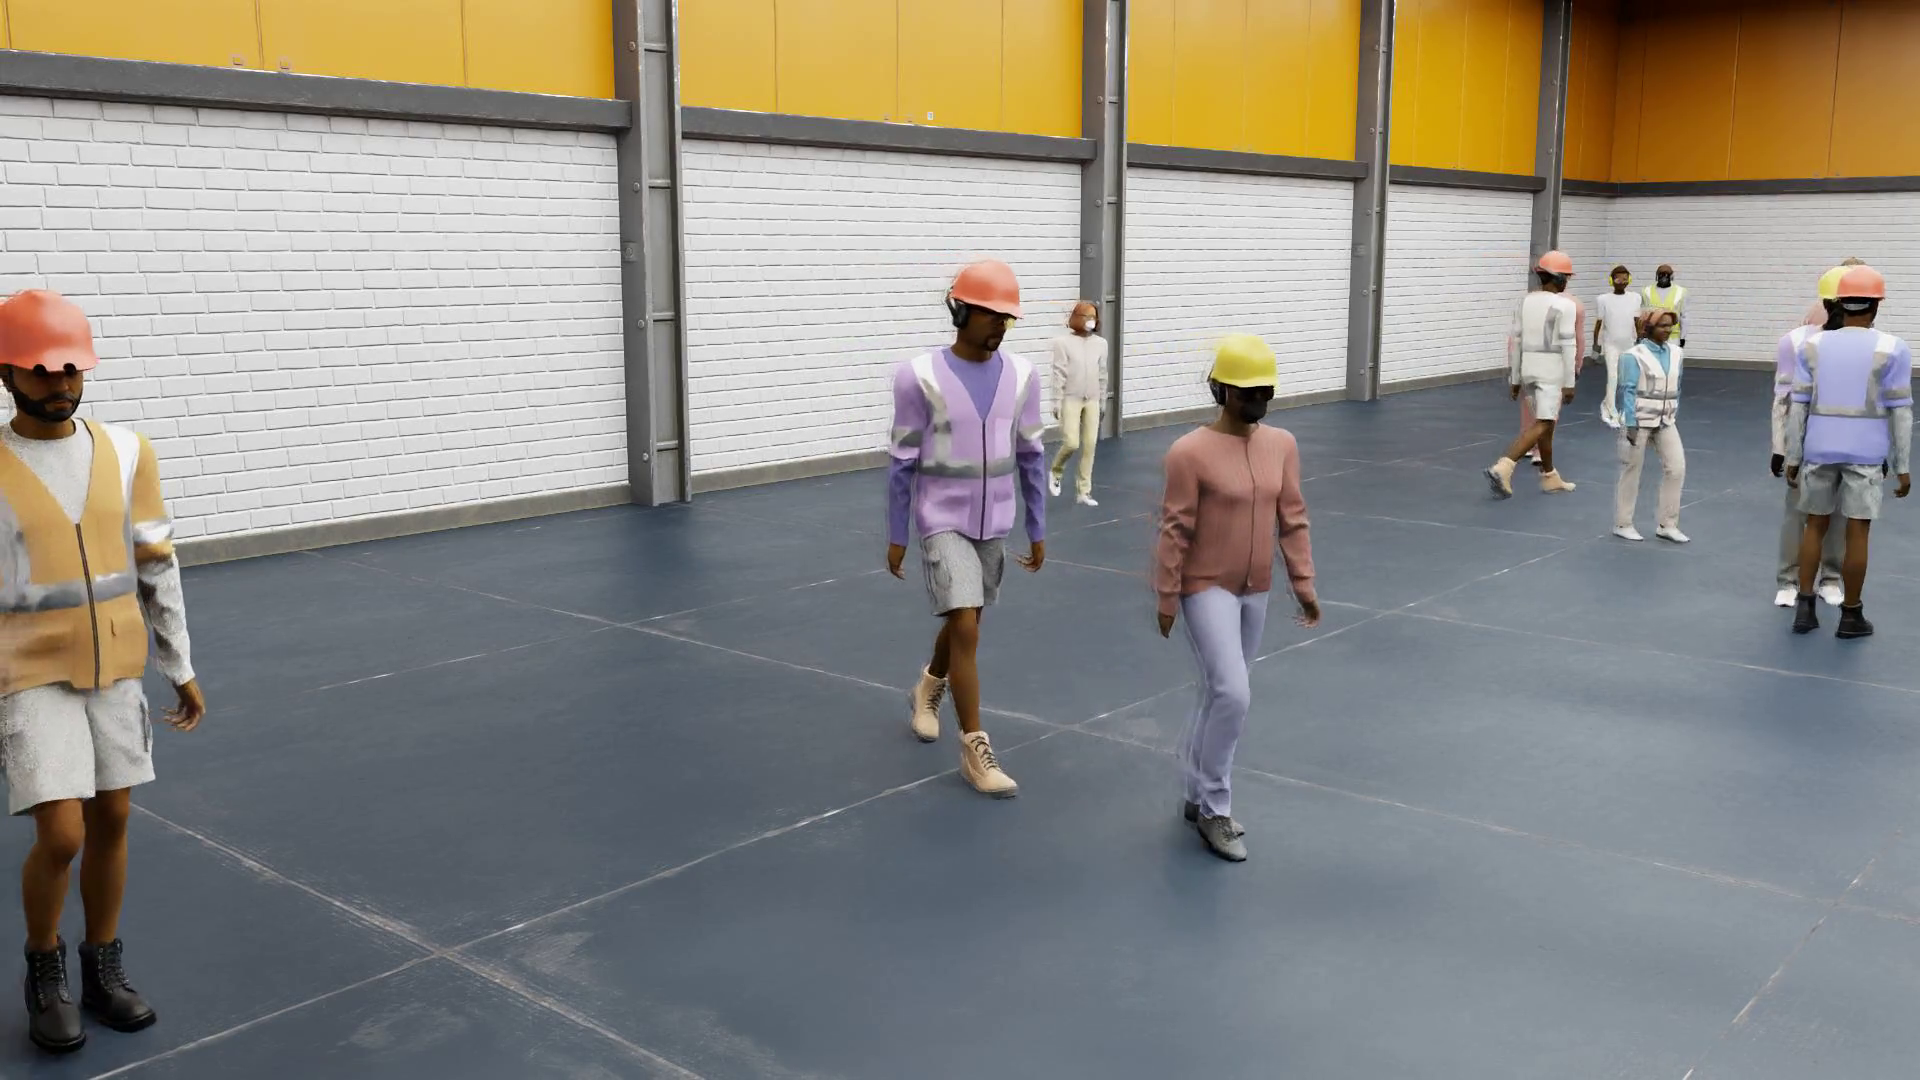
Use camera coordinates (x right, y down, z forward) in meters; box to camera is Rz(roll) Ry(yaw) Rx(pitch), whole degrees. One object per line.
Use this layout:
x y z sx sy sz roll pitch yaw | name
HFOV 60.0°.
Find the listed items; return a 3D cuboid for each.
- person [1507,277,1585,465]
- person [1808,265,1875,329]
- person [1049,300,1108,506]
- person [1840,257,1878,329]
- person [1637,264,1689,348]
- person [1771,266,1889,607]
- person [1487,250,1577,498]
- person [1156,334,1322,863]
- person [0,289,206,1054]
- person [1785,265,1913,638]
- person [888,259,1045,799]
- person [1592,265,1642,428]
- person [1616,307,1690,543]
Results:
5.519 -1.648 15.679 0.668 1.859 0.873 5 11 25 | person
6.863 -1.181 12.919 0.436 1.890 0.677 -1 10 -8 | person
0.926 -1.080 13.104 0.522 1.617 0.418 -5 11 -26 | person
8.052 -1.590 15.127 0.372 1.940 0.632 0 10 3 | person
9.235 -2.718 21.899 0.631 1.820 0.770 4 11 23 | person
4.902 -0.575 9.393 0.589 1.927 0.379 3 10 17 | person
4.687 -1.337 13.504 0.950 2.015 0.619 -4 11 -23 | person
0.948 0.188 5.574 0.525 1.742 0.610 -7 12 -33 | person
-2.218 0.339 4.198 0.470 1.923 0.552 7 12 35 | person
4.642 -0.448 8.658 0.597 1.930 0.389 10 14 44 | person
0.011 -0.092 6.478 0.619 1.995 1.040 -5 11 -26 | person
7.497 -2.215 18.993 0.517 1.839 0.868 0 10 1 | person
4.781 -0.772 11.371 0.538 1.616 0.627 -4 11 -20 | person
